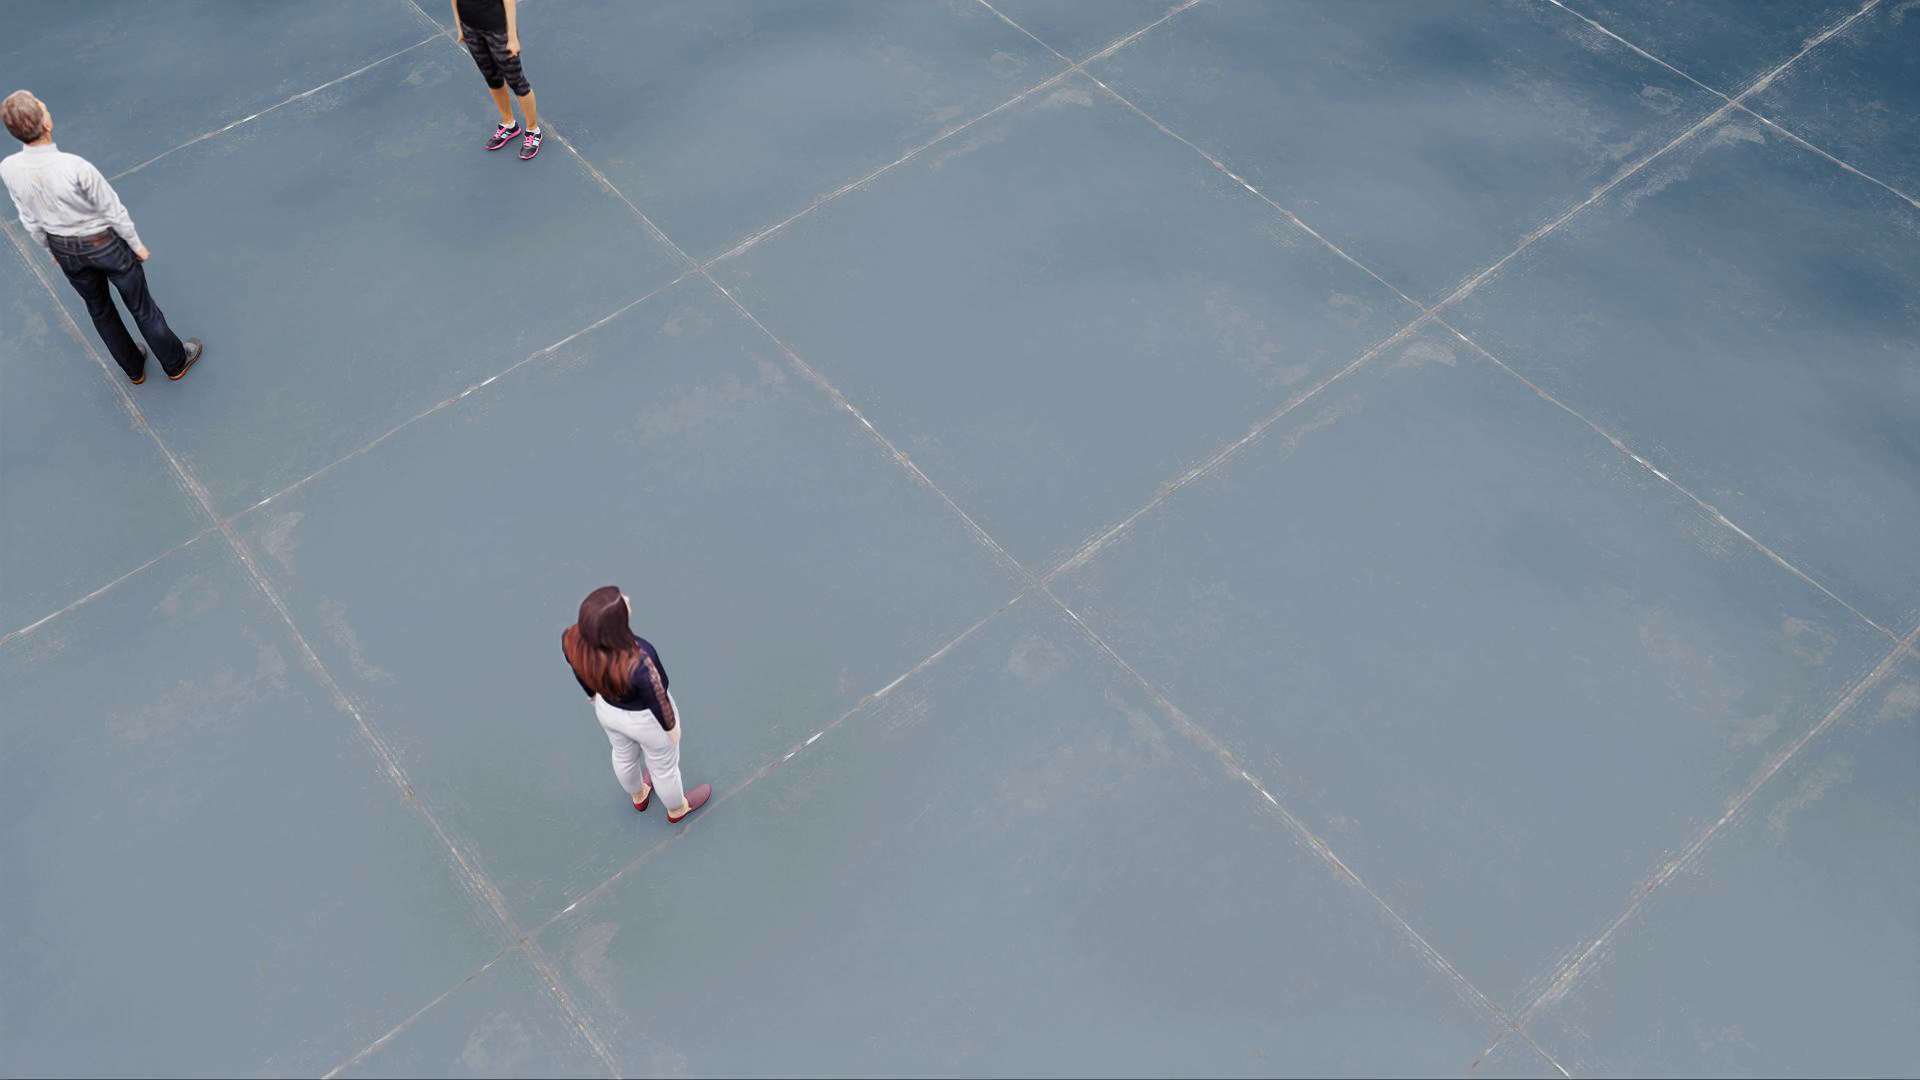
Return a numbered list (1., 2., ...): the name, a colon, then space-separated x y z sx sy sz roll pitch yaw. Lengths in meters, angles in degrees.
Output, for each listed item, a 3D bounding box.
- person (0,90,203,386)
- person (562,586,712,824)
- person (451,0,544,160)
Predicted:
1. person: -4.488 -1.530 8.576 0.706 1.819 0.799 -2 52 -2
2. person: -1.359 0.698 6.984 0.675 1.608 0.660 21 55 16
3. person: -2.764 -3.027 9.793 0.656 1.729 0.666 20 55 15
